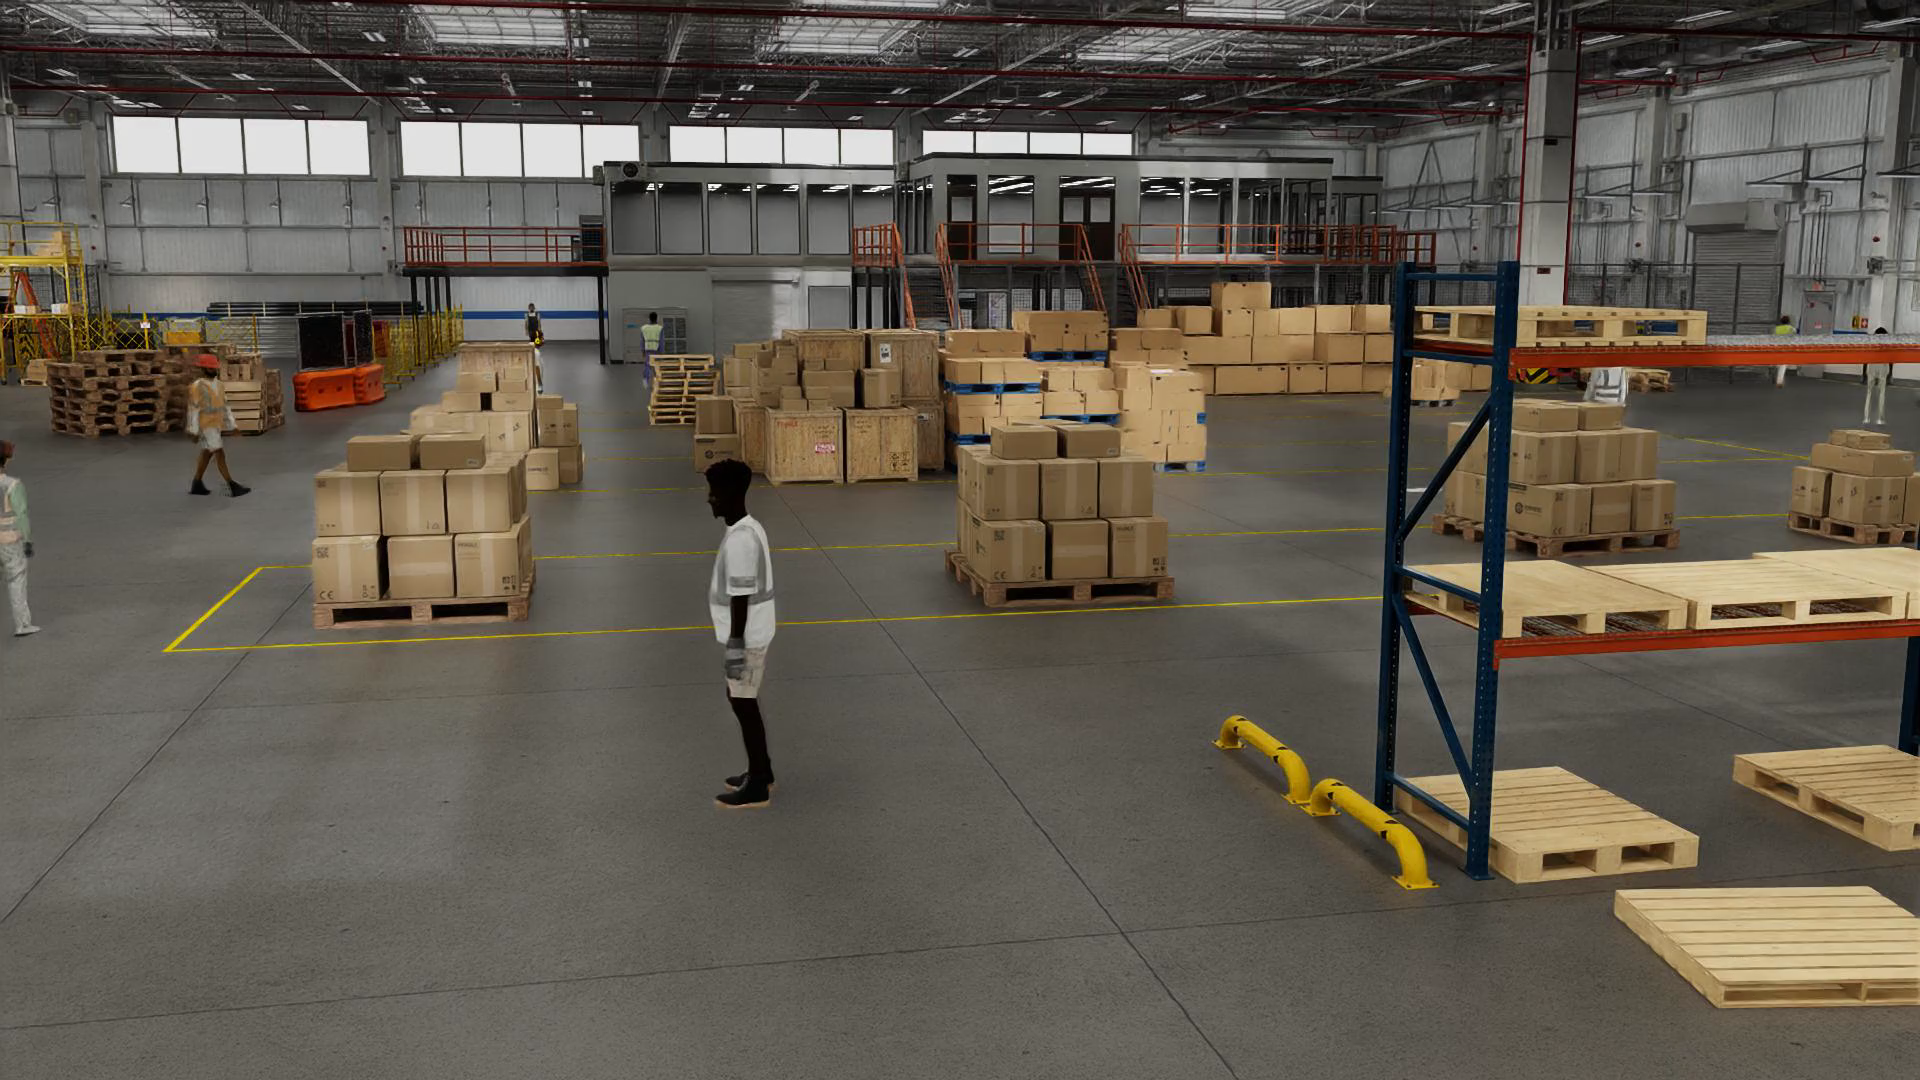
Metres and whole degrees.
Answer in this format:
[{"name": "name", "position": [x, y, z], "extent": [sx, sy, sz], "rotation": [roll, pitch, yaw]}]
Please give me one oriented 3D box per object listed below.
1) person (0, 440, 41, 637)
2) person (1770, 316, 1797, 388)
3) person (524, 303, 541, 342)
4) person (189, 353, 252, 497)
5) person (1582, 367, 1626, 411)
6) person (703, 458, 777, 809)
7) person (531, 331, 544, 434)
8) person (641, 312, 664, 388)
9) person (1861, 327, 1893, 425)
[{"name": "person", "position": [-7.731, -0.002, 13.423], "extent": [0.542, 1.624, 0.499], "rotation": [2, 9, 10]}, {"name": "person", "position": [20.660, -4.728, 41.759], "extent": [0.980, 1.802, 0.617], "rotation": [-9, 13, -43]}, {"name": "person", "position": [-14.143, -6.941, 55.110], "extent": [0.545, 1.834, 0.406], "rotation": [-2, 10, -13]}, {"name": "person", "position": [-9.777, -1.497, 21.785], "extent": [0.997, 1.887, 0.546], "rotation": [2, 10, 11]}, {"name": "person", "position": [9.928, -2.138, 25.792], "extent": [0.599, 1.839, 0.941], "rotation": [-4, 10, -23]}, {"name": "person", "position": [-1.221, 0.518, 9.279], "extent": [0.381, 1.956, 0.606], "rotation": [-1, 9, -6]}, {"name": "person", "position": [-7.623, -2.831, 30.003], "extent": [0.330, 1.861, 0.503], "rotation": [-5, 11, -28]}, {"name": "person", "position": [-7.738, -4.771, 41.739], "extent": [0.610, 1.892, 0.906], "rotation": [1, 9, 8]}, {"name": "person", "position": [17.539, -3.131, 31.797], "extent": [0.534, 1.864, 0.310], "rotation": [6, 11, 32]}]
